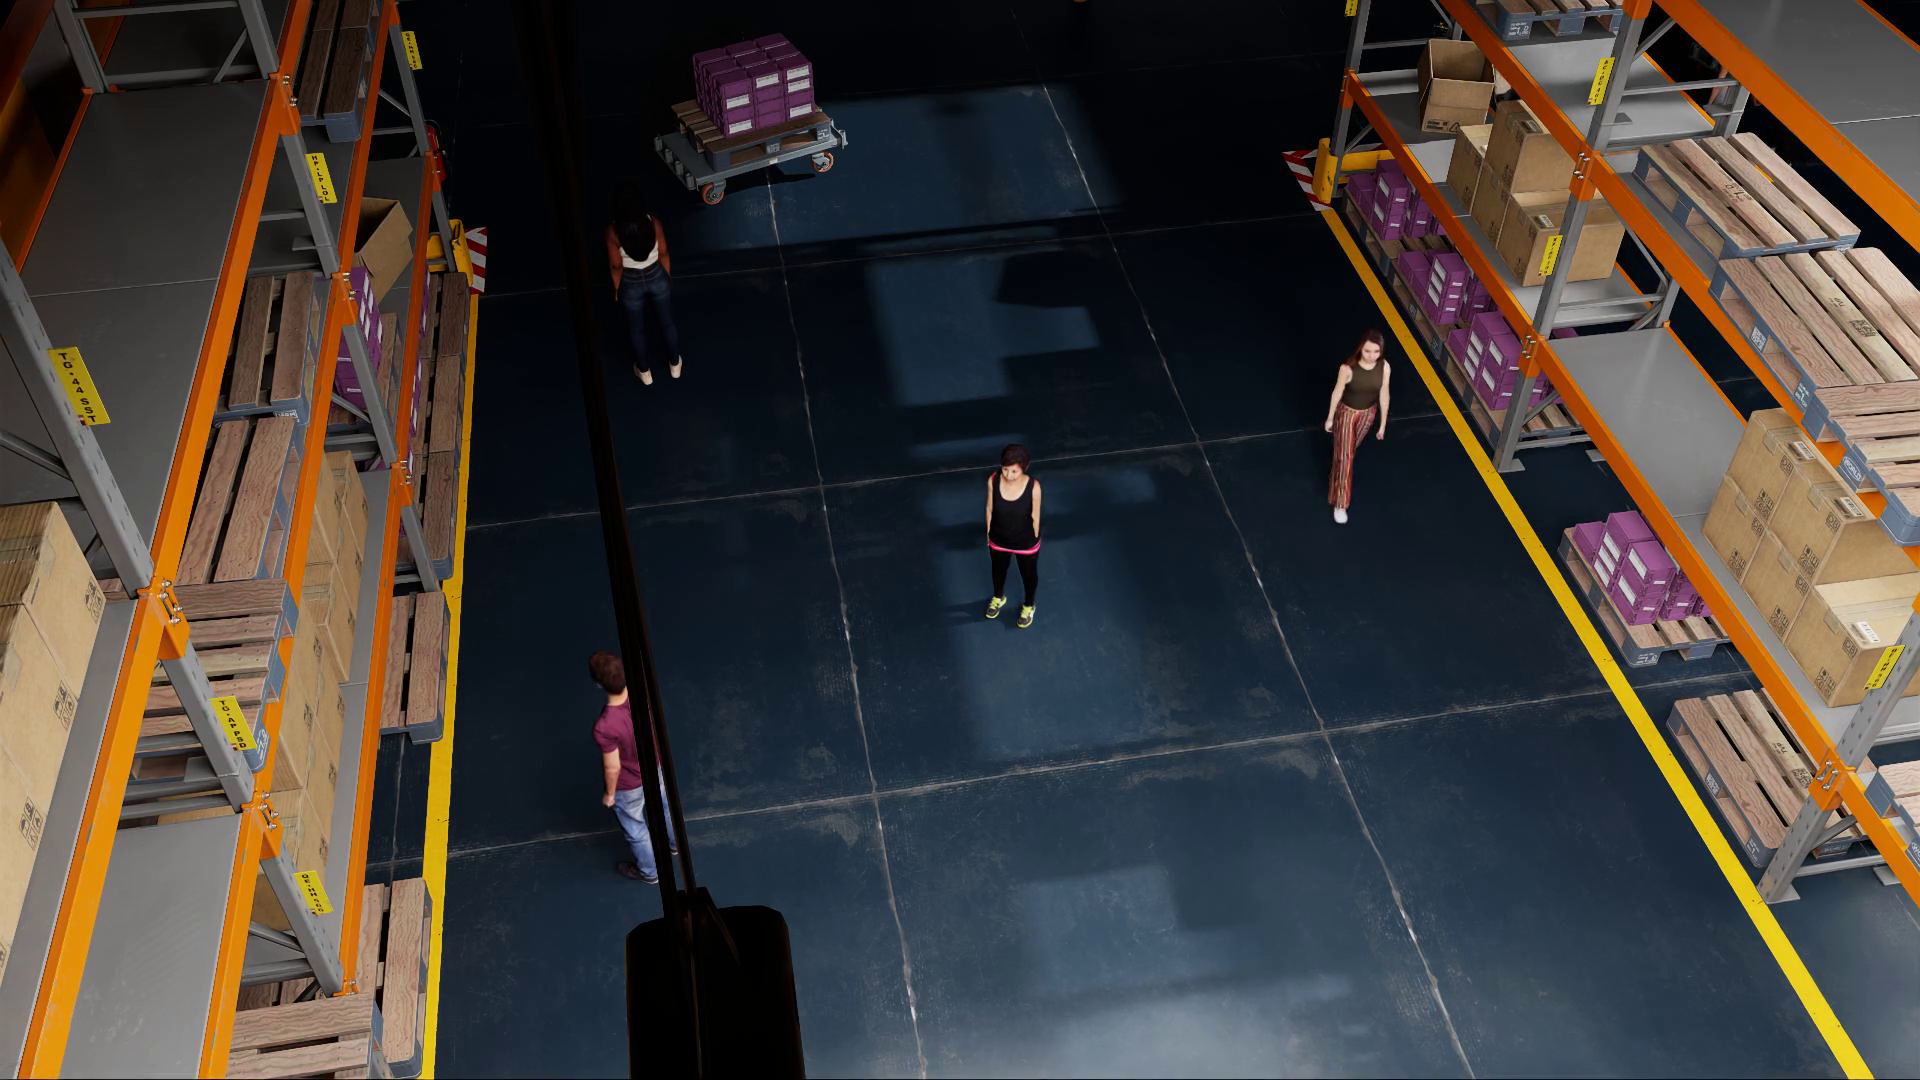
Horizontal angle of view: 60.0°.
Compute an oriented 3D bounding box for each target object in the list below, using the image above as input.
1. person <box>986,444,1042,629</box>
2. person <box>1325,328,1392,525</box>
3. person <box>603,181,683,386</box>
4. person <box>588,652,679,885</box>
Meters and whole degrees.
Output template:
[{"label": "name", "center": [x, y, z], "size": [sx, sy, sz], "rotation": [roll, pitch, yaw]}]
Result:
[{"label": "person", "center": [0.375, -0.052, 11.267], "size": [0.614, 1.550, 0.633], "rotation": [12, 45, 12]}, {"label": "person", "center": [2.885, -0.961, 12.225], "size": [0.631, 1.545, 0.917], "rotation": [-3, 44, -3]}, {"label": "person", "center": [-2.501, -2.022, 13.149], "size": [0.668, 1.806, 0.639], "rotation": [-12, 45, -13]}, {"label": "person", "center": [-1.880, 1.312, 9.620], "size": [0.793, 1.847, 0.719], "rotation": [23, 48, 22]}]
